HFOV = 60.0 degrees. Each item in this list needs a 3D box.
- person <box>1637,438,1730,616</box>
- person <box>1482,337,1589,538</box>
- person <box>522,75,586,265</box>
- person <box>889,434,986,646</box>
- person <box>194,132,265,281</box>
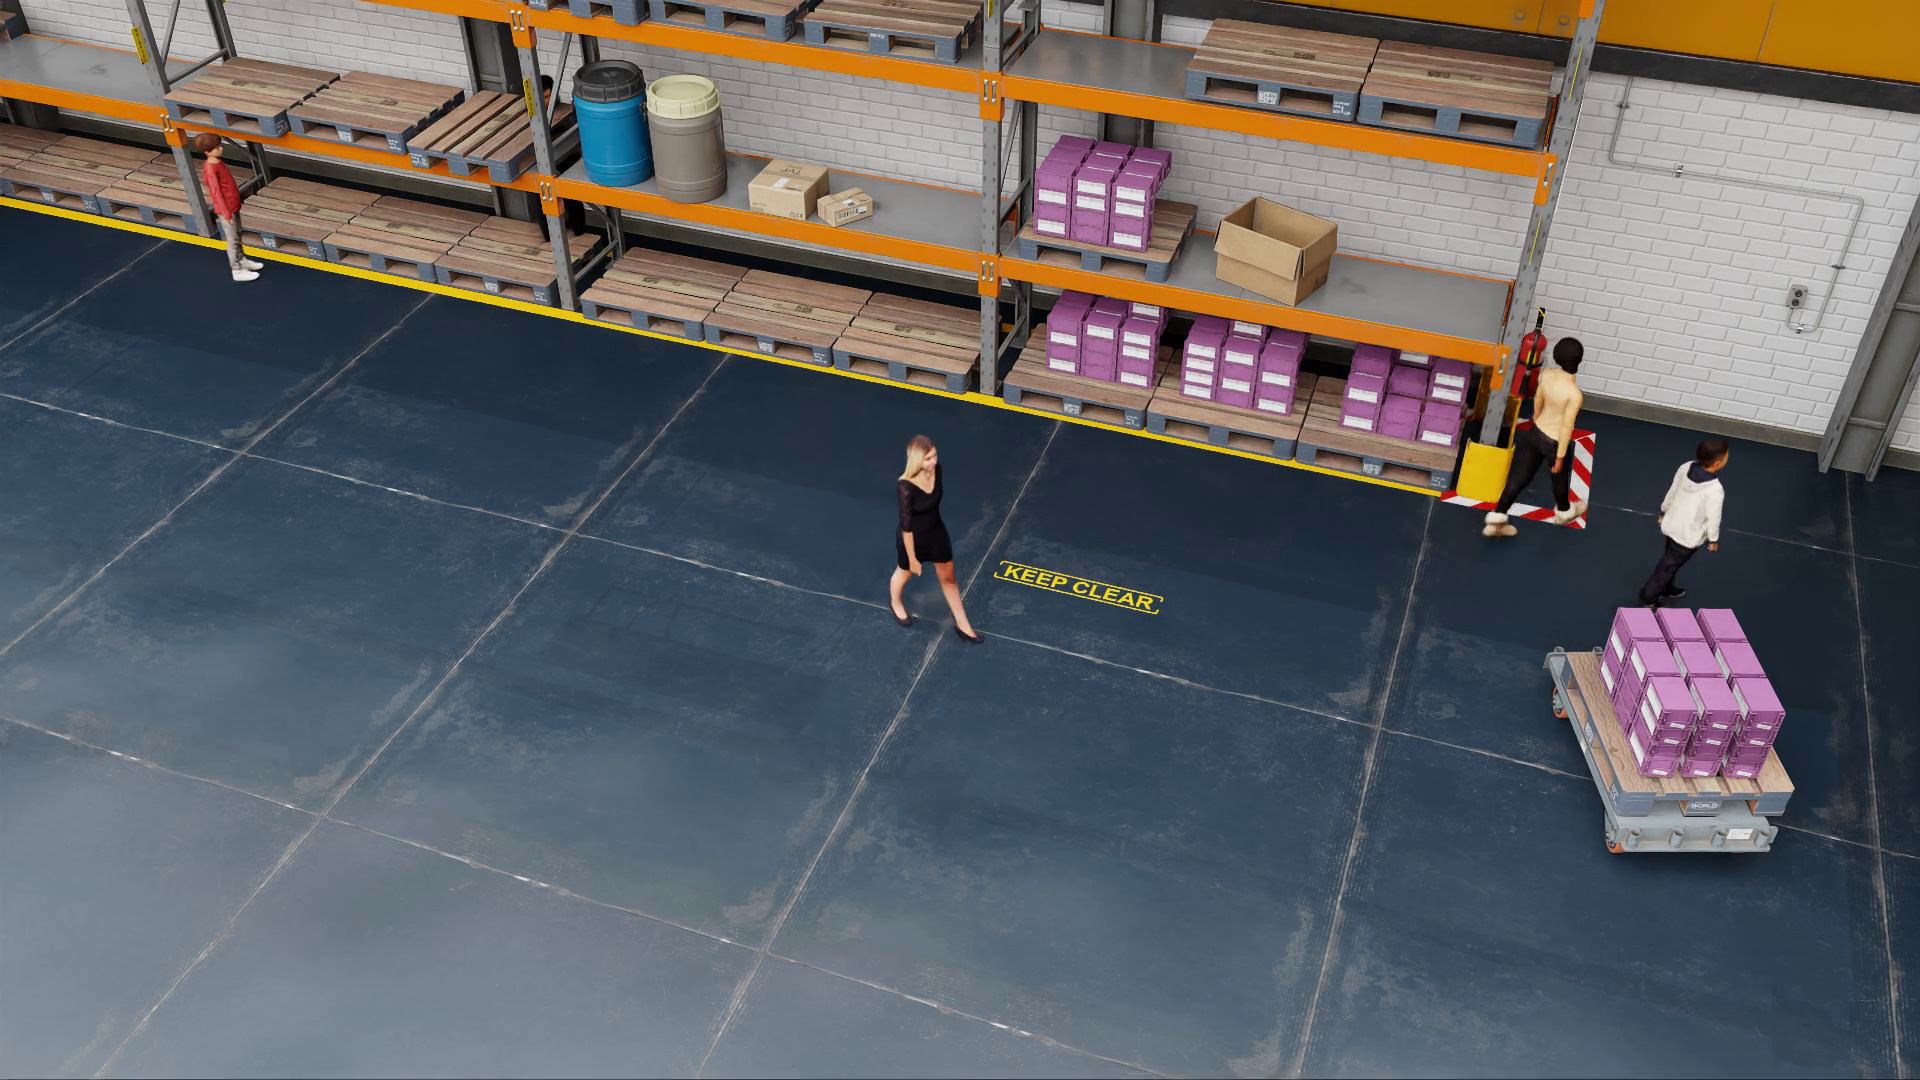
[{"bbox_3d":[4.855,-0.065,11.310,0.796,1.439,0.729,-5,39,-6],"label":"person"},{"bbox_3d":[4.143,-0.675,11.941,1.171,1.605,1.094,-14,41,-17],"label":"person"},{"bbox_3d":[-3.690,-3.385,15.167,0.771,1.815,0.829,-17,42,-20],"label":"person"},{"bbox_3d":[-0.328,-0.032,11.110,1.084,1.638,0.824,28,46,30],"label":"person"},{"bbox_3d":[-6.642,-3.030,15.042,0.606,1.415,0.579,-7,39,-9],"label":"person"}]
